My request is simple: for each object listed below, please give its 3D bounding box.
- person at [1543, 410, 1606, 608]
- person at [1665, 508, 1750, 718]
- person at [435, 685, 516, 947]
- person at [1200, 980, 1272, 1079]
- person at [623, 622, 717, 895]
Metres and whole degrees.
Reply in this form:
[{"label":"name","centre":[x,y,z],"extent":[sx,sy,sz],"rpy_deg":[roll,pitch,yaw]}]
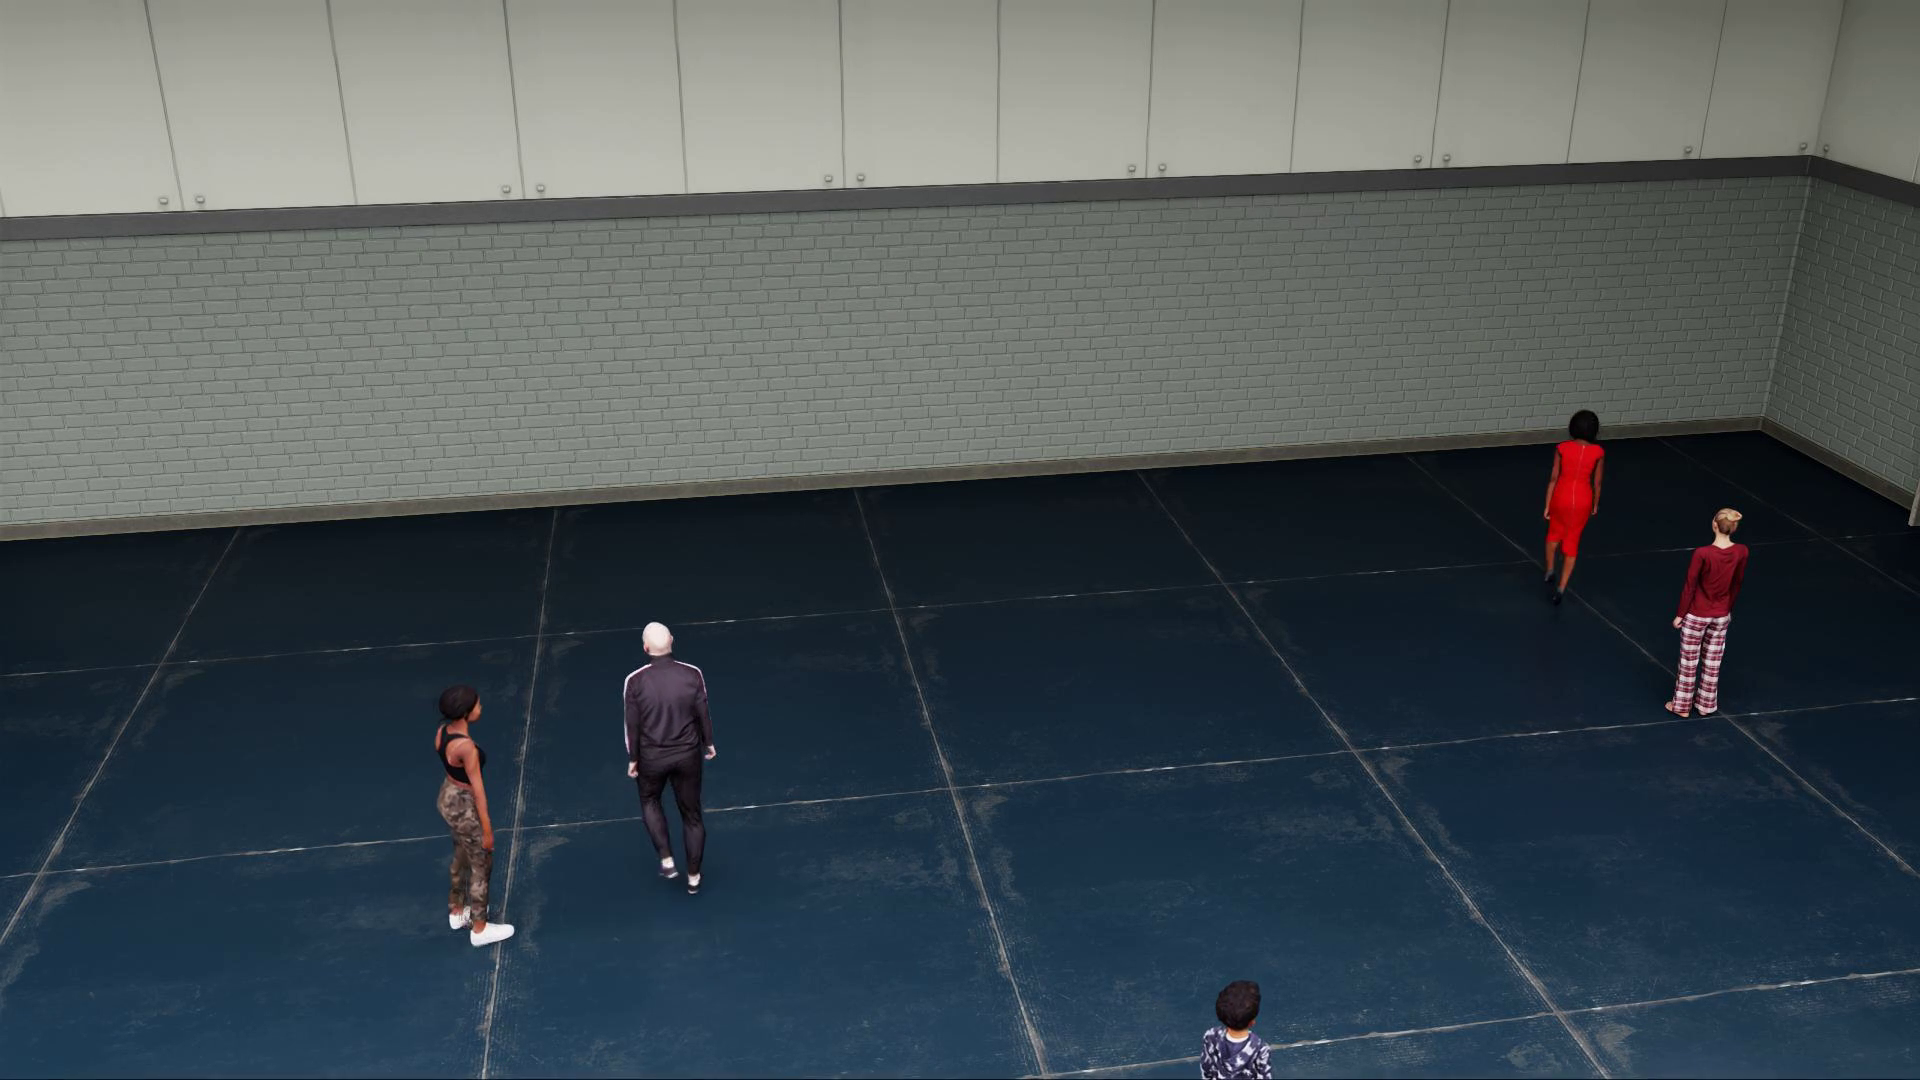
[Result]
[{"label":"person","centre":[5.227,-0.241,14.224],"extent":[0.814,1.726,0.940],"rpy_deg":[7,24,16]},{"label":"person","centre":[5.590,0.534,12.438],"extent":[0.616,1.698,0.491],"rpy_deg":[-3,23,-8]},{"label":"person","centre":[-2.936,1.623,9.881],"extent":[0.729,1.696,0.621],"rpy_deg":[-17,28,-34]},{"label":"person","centre":[1.323,2.657,8.016],"extent":[0.585,1.251,0.635],"rpy_deg":[12,26,25]},{"label":"person","centre":[-1.776,1.405,10.239],"extent":[0.750,1.816,0.692],"rpy_deg":[-6,24,-14]}]
